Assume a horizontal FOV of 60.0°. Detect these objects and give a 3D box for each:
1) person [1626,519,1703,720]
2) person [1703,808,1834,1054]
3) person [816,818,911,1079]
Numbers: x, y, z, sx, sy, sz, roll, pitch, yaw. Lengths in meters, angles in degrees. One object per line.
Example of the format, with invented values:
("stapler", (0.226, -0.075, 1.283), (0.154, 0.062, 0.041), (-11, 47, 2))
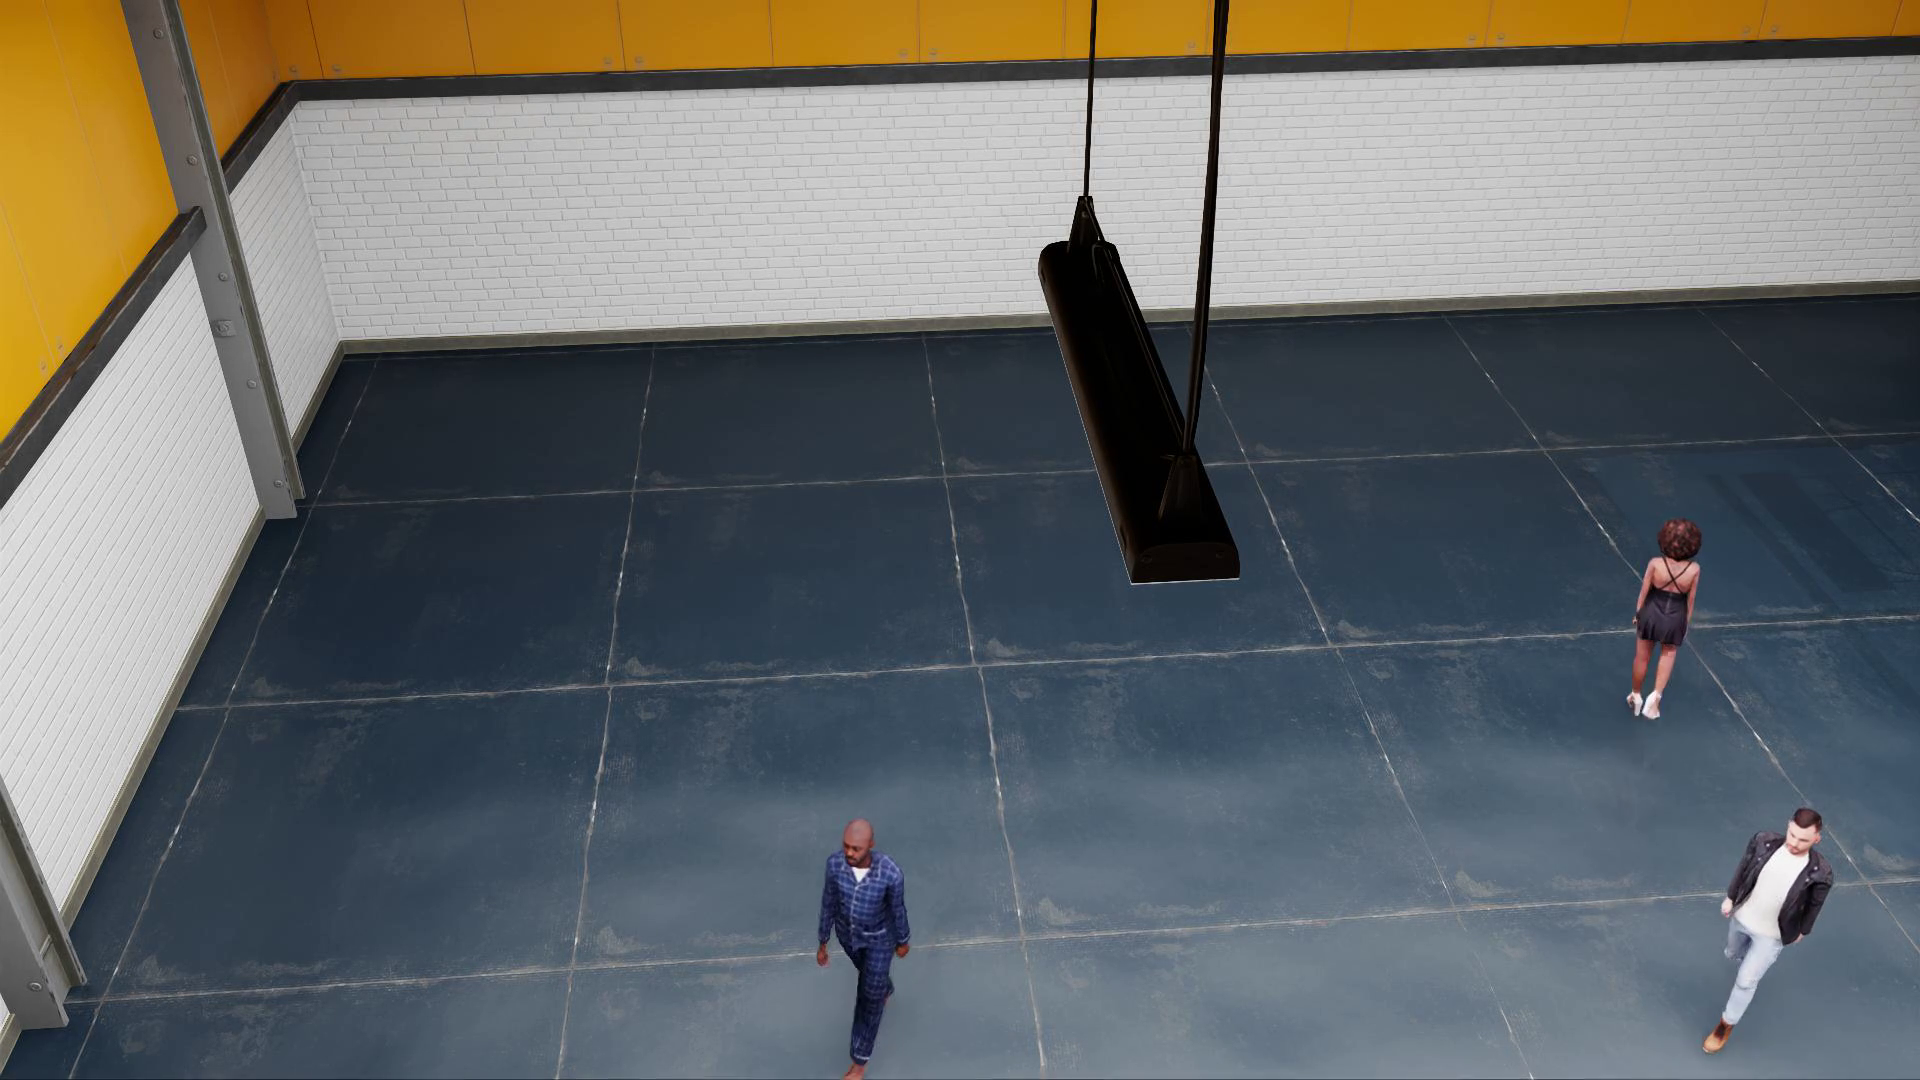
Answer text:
("person", (5.334, 0.673, 12.630), (0.721, 1.778, 0.837), (12, 35, 17))
("person", (4.937, 2.288, 10.171), (1.102, 1.812, 1.133), (-26, 41, -33))
("person", (-0.544, 2.334, 10.134), (0.979, 1.775, 1.200), (12, 35, 17))
